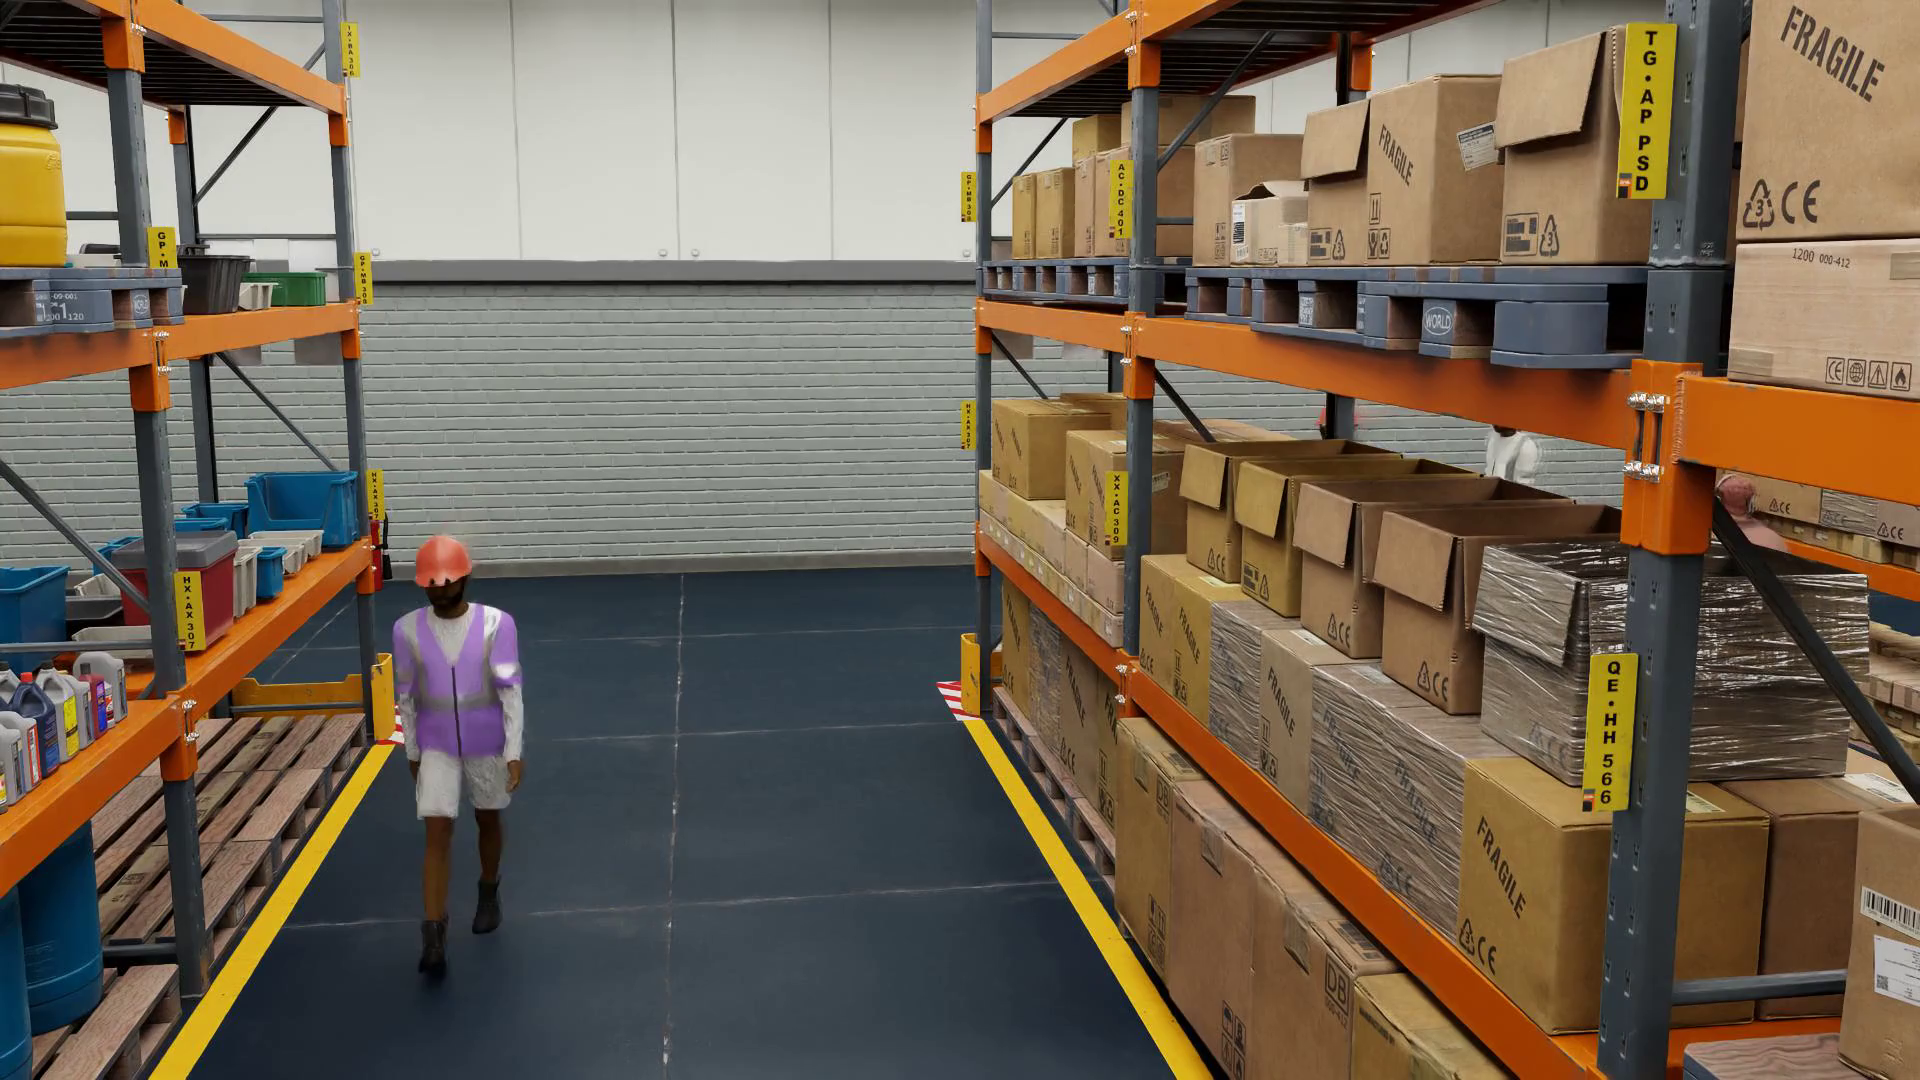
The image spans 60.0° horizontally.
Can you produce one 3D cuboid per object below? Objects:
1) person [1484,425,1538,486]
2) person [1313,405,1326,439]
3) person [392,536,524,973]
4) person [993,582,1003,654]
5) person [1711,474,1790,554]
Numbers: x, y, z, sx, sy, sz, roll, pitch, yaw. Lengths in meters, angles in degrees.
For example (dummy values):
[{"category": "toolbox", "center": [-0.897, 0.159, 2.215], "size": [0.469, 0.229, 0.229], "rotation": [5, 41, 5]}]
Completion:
[{"category": "person", "center": [4.544, -0.251, 14.146], "size": [0.832, 2.003, 0.636], "rotation": [-3, 10, -21]}, {"category": "person", "center": [3.305, -0.233, 14.375], "size": [0.932, 1.907, 0.553], "rotation": [0, 9, -2]}, {"category": "person", "center": [-2.200, 0.915, 7.322], "size": [0.557, 1.881, 0.968], "rotation": [-2, 9, -11]}, {"category": "person", "center": [0.560, 0.149, 12.920], "size": [0.576, 1.597, 0.323], "rotation": [6, 11, 31]}, {"category": "person", "center": [4.309, 0.568, 9.440], "size": [0.677, 1.890, 0.433], "rotation": [0, 9, -1]}]
